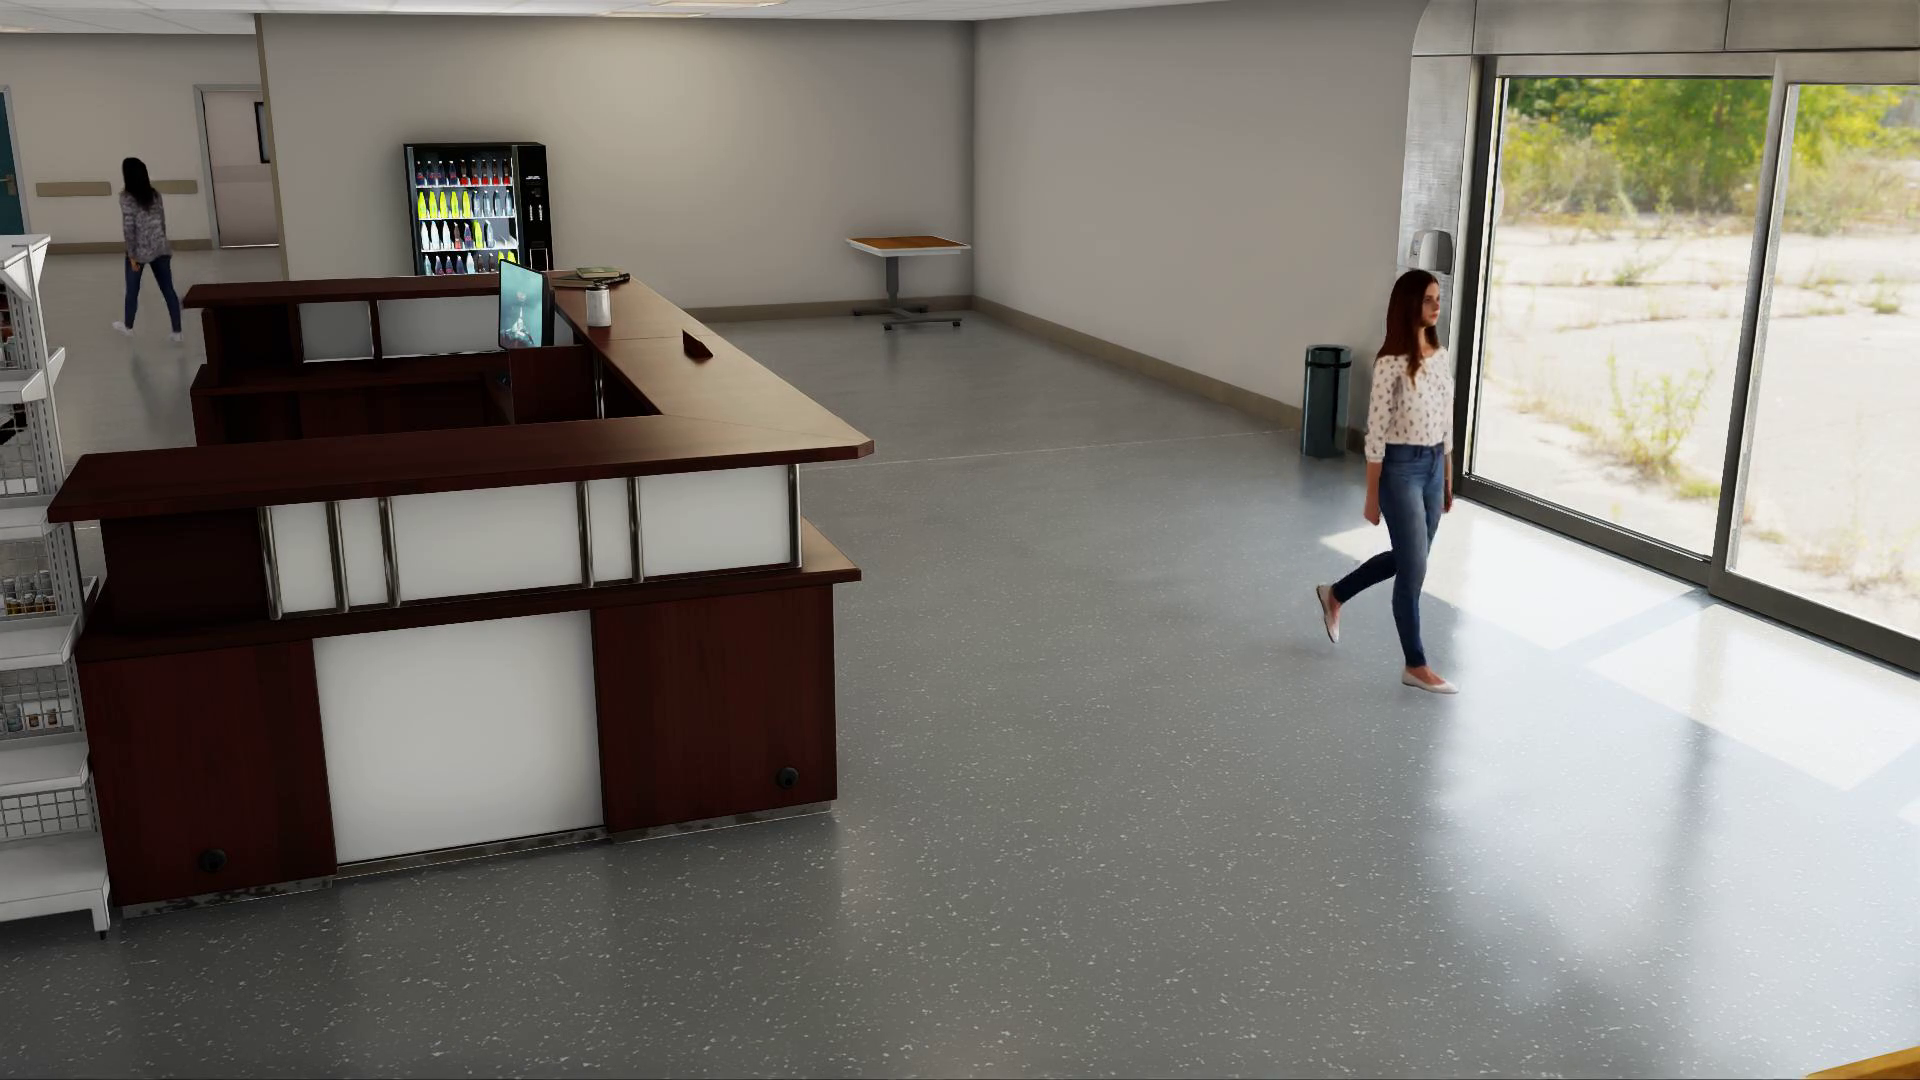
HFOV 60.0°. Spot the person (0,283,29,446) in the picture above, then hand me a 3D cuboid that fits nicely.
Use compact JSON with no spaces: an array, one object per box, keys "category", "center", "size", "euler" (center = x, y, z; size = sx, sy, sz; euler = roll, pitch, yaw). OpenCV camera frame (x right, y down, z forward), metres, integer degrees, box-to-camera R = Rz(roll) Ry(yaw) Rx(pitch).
[{"category":"person","center":[-5.825,-0.942,10.215],"size":[0.901,1.236,0.598],"euler":[-8,18,-27]}]

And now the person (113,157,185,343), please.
[{"category":"person","center":[-7.469,-2.643,15.417],"size":[1.116,1.687,1.156],"euler":[11,19,34]}]

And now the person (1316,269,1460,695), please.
[{"category":"person","center":[1.798,-0.253,6.894],"size":[1.033,1.711,0.827],"euler":[-11,19,-33]}]
